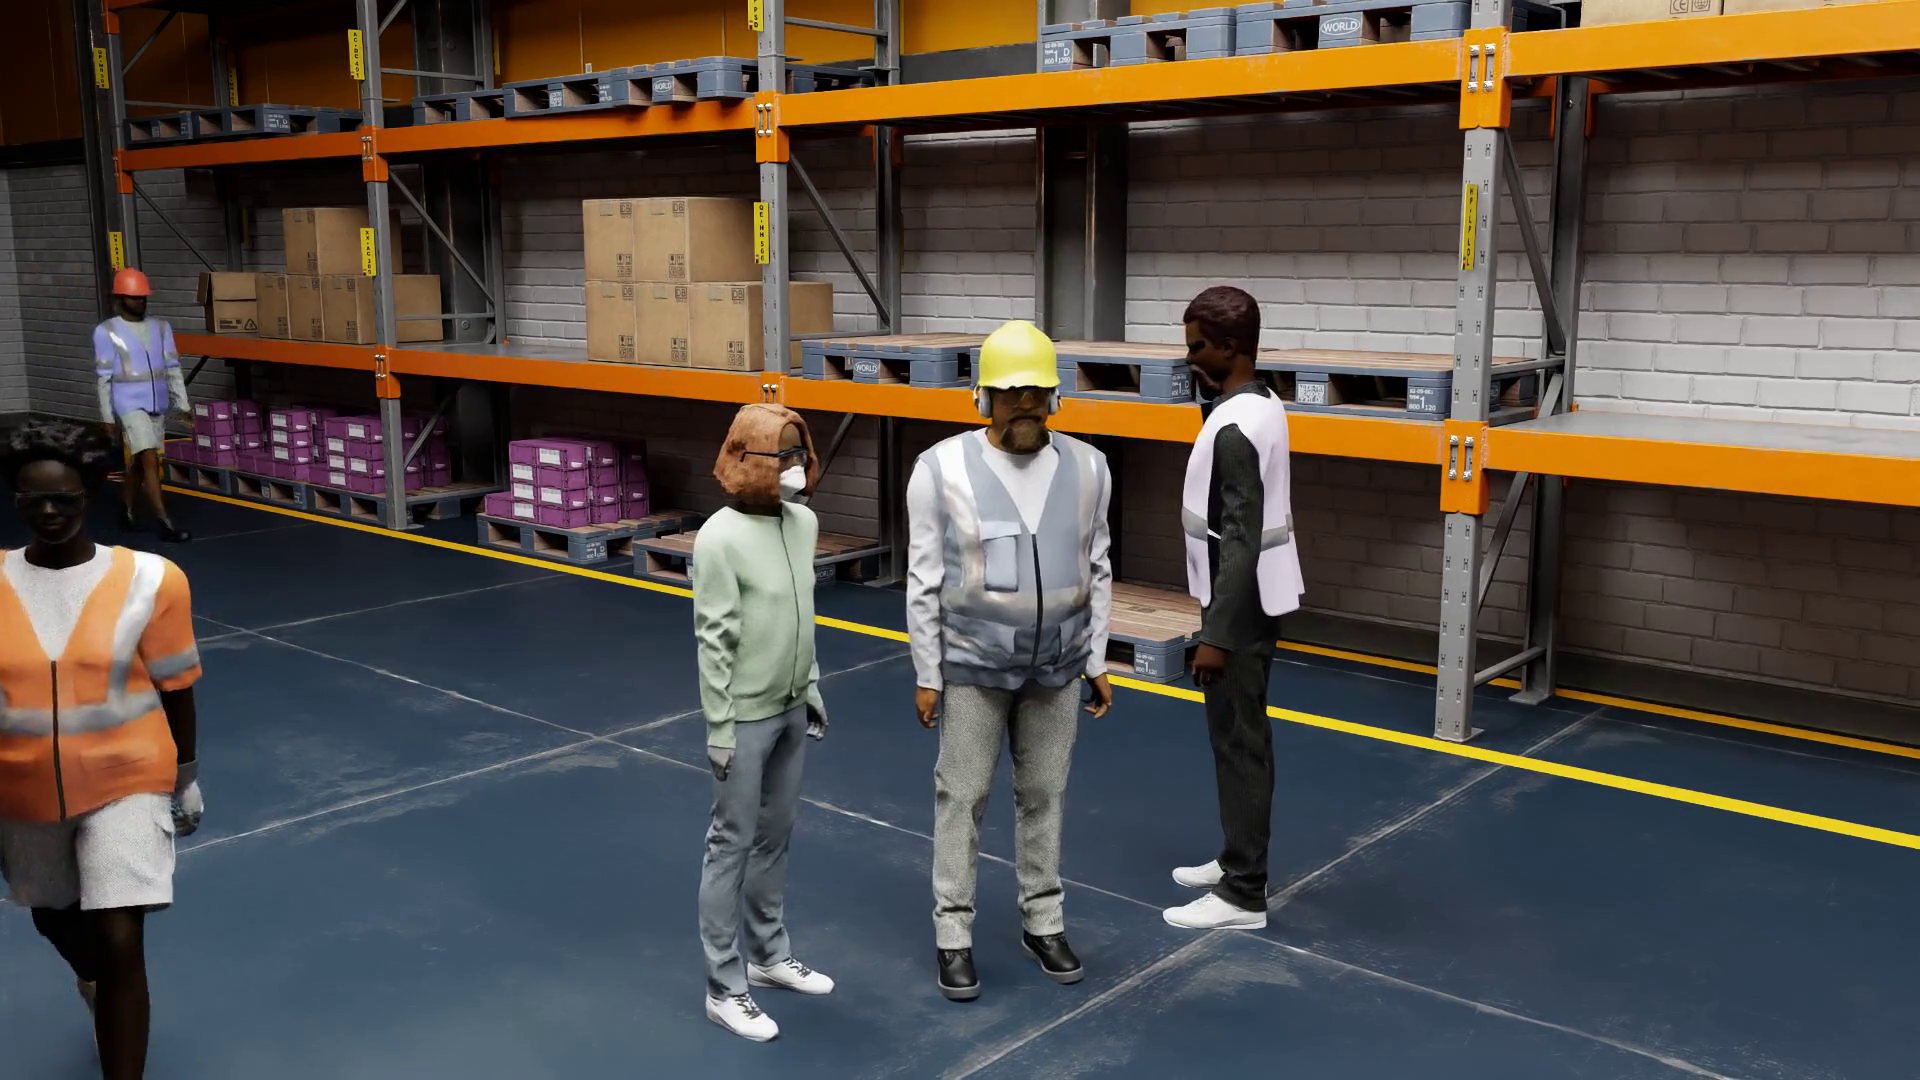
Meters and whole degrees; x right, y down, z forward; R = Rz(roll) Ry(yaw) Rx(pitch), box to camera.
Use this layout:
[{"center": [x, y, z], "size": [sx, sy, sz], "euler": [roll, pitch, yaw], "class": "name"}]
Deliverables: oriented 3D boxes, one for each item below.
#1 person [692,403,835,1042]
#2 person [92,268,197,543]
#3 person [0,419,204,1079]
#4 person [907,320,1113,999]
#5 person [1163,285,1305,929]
[{"center": [-0.507, 0.456, 4.344], "size": [0.279, 1.632, 0.502], "euler": [5, 11, 27], "class": "person"}, {"center": [-5.729, -0.946, 11.605], "size": [0.985, 1.893, 0.554], "euler": [6, 12, 30], "class": "person"}, {"center": [-2.000, 0.542, 3.790], "size": [0.532, 1.668, 0.859], "euler": [-3, 10, -15], "class": "person"}, {"center": [0.150, 0.324, 4.525], "size": [0.591, 1.833, 0.404], "euler": [-3, 10, -17], "class": "person"}, {"center": [0.823, 0.209, 4.954], "size": [0.390, 1.914, 0.587], "euler": [3, 10, 14], "class": "person"}]
